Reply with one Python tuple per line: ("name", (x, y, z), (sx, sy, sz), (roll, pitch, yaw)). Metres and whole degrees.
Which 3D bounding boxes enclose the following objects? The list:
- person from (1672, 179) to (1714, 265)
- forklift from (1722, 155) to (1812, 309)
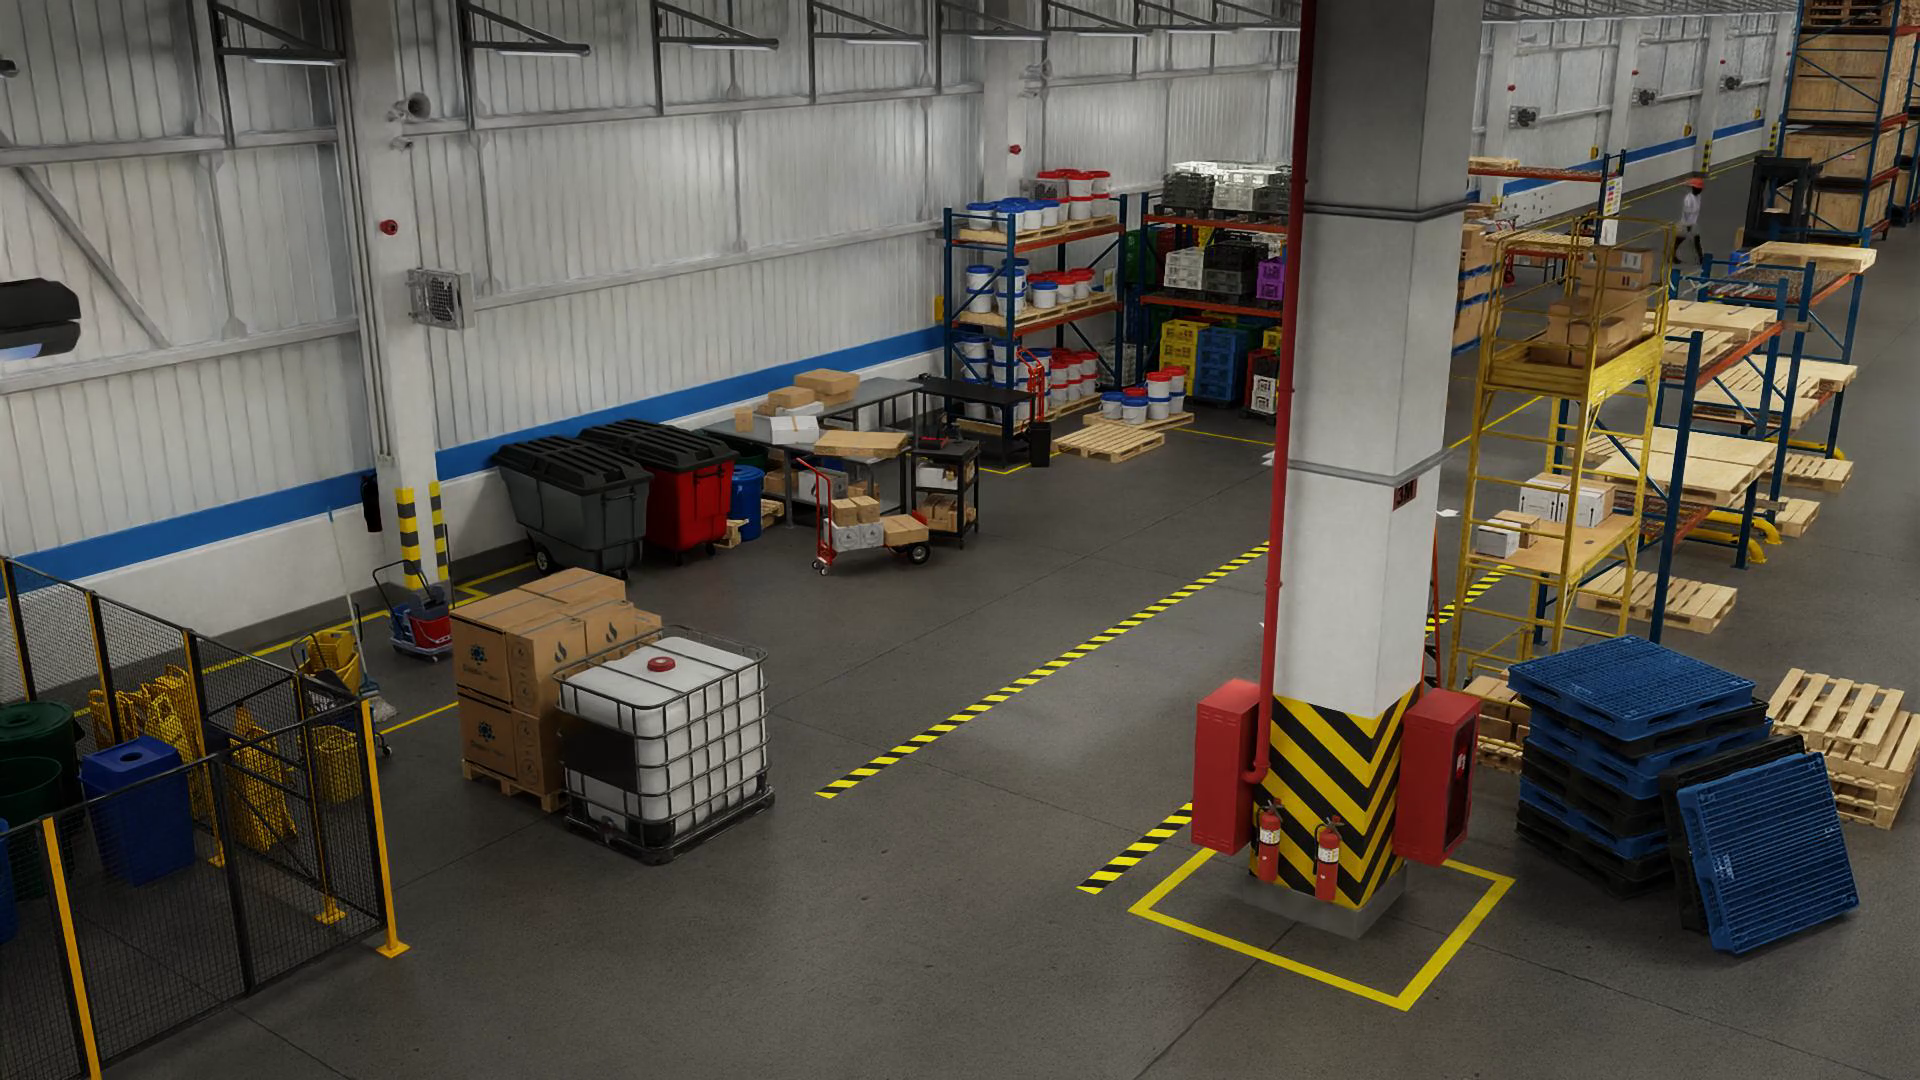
("person", (16.130, -6.971, 36.542), (0.557, 1.876, 0.991), (-12, 22, -33))
("forklift", (15.442, -5.883, 31.623), (1.129, 2.768, 1.873), (13, 22, 34))
